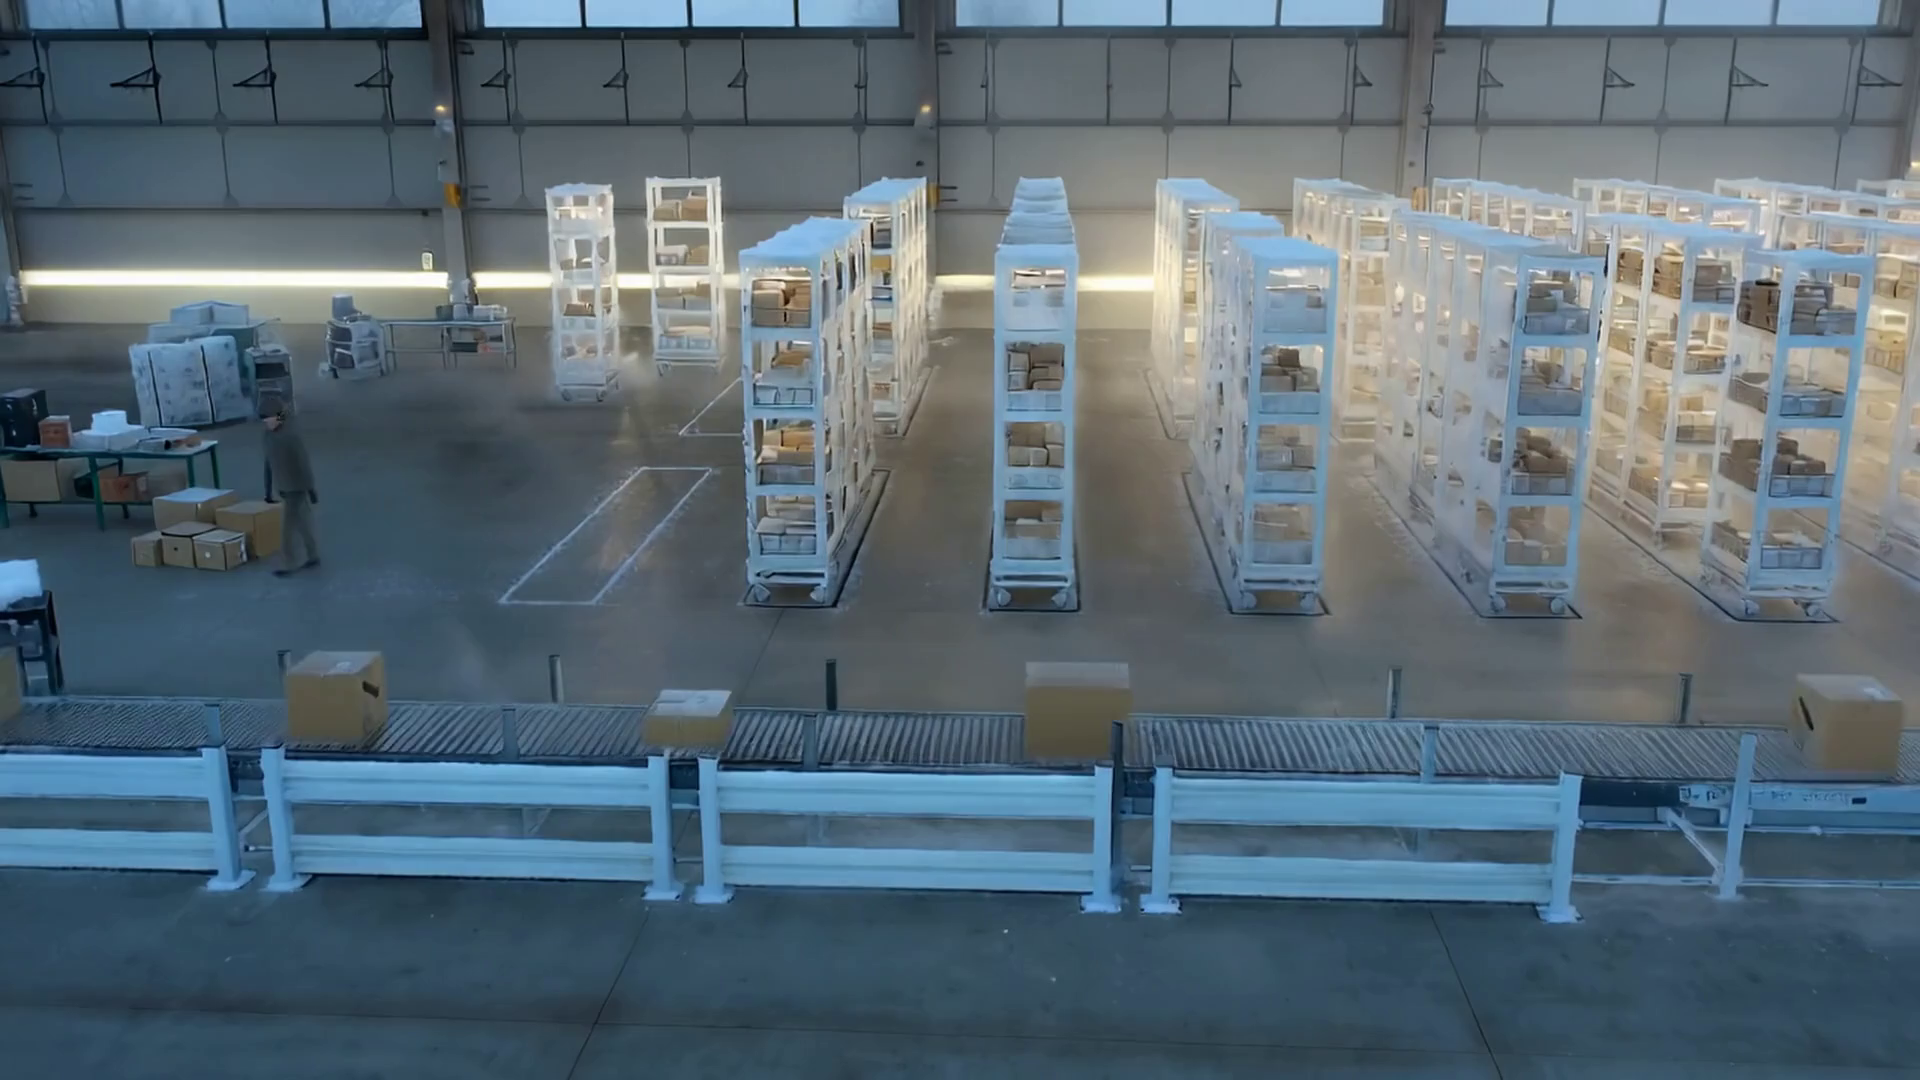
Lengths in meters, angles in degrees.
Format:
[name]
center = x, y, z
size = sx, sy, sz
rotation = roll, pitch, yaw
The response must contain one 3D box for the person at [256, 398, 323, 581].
[person]
center = -7.299, -0.547, 17.866
size = 0.630, 1.951, 0.880
rotation = 9, 18, 31
